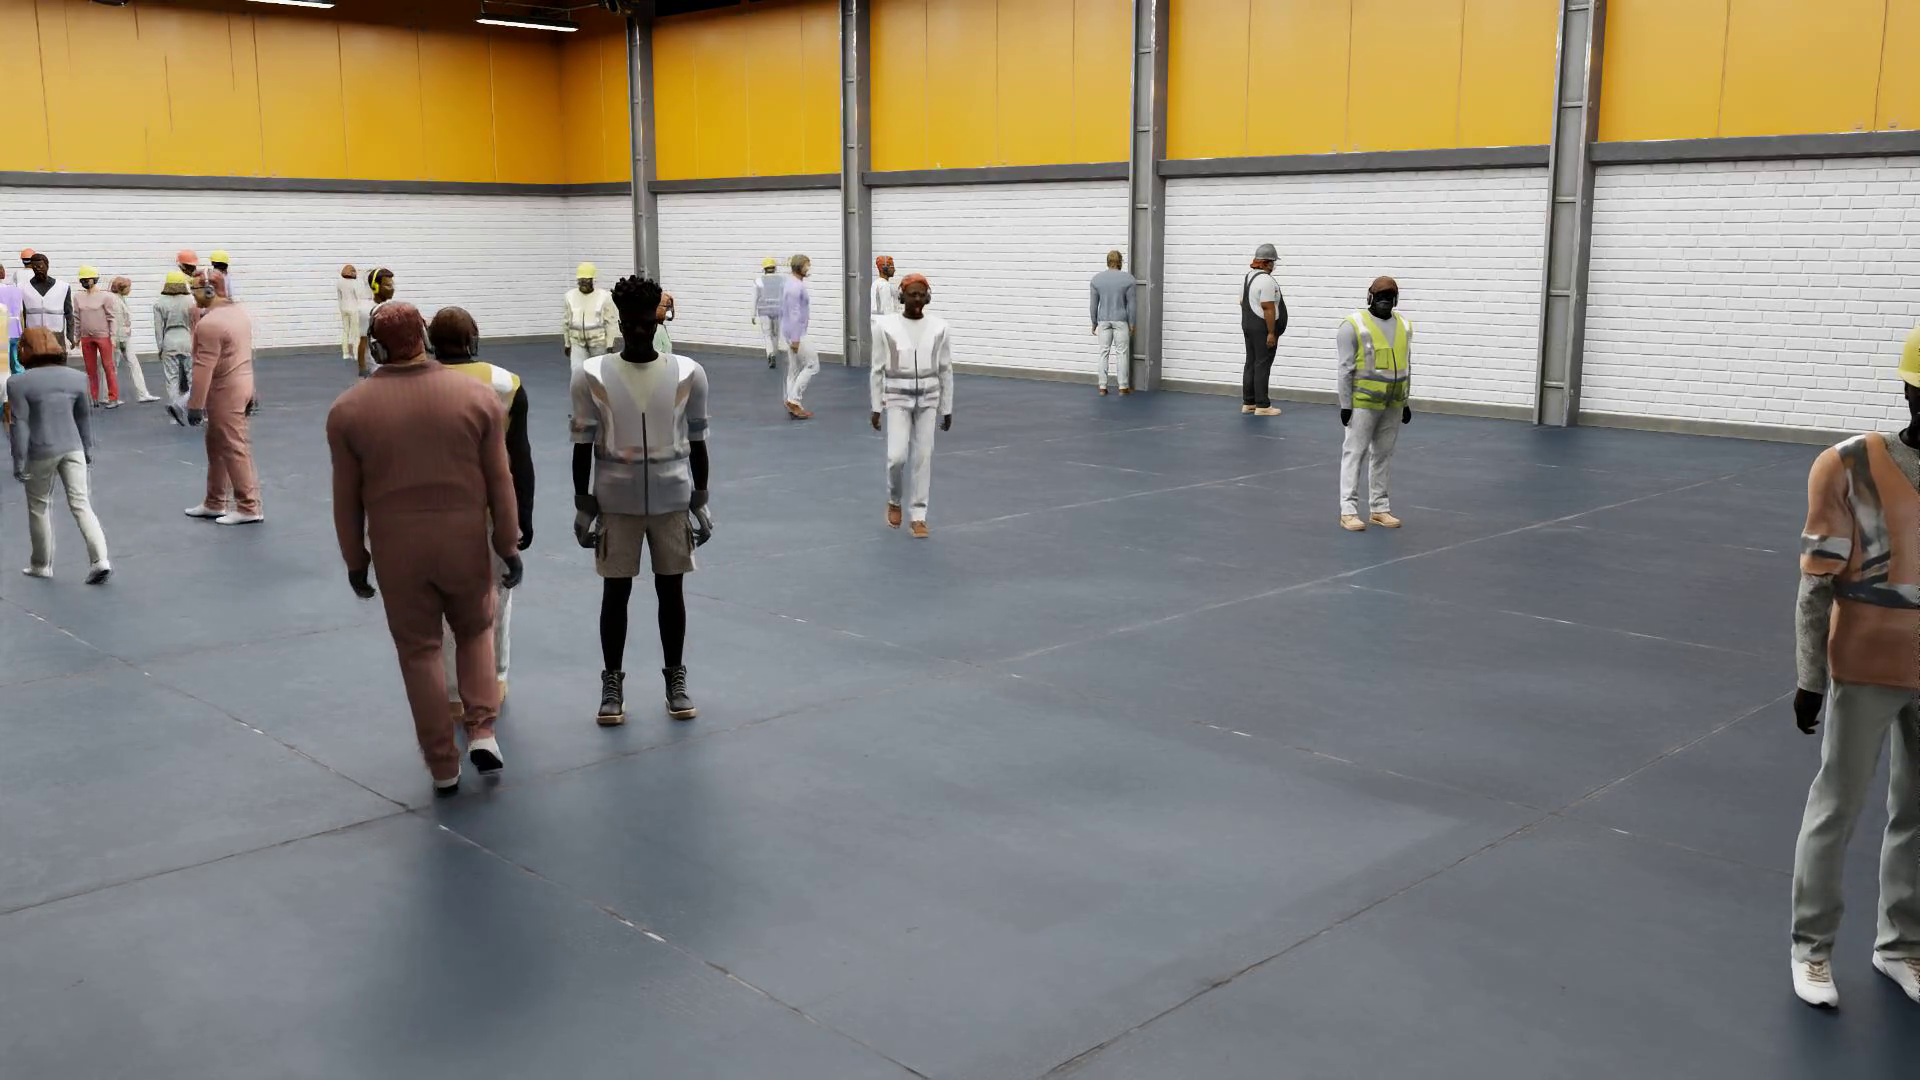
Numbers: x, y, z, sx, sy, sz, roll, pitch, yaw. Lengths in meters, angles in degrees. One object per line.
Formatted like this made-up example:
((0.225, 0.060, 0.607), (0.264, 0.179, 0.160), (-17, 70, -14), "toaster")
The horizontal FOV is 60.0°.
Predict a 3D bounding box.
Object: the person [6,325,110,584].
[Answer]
((-5.541, -0.522, 10.214), (0.809, 1.596, 0.532), (7, 13, 35), "person")

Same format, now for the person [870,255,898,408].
((-0.928, -2.582, 20.658), (0.355, 1.883, 0.574), (-3, 11, -18), "person")

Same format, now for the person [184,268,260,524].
((-5.549, -1.044, 12.231), (0.704, 1.887, 0.679), (-1, 10, -5), "person")

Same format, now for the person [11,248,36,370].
((-14.511, -3.594, 26.051), (0.545, 1.930, 0.379), (0, 10, 1), "person")

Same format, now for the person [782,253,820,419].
((-1.837, -2.339, 19.209), (0.442, 1.924, 0.655), (-1, 10, -7), "person")

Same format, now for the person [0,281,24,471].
((-8.789, -1.551, 15.056), (1.017, 1.886, 0.559), (4, 11, 23), "person")

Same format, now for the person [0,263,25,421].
((-10.991, -2.283, 19.120), (0.395, 1.847, 0.564), (4, 11, 20), "person")

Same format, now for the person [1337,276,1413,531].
((3.032, -0.990, 12.098), (0.624, 1.840, 0.430), (-4, 11, -22), "person")

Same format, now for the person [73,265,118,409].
((-10.660, -2.492, 20.486), (0.533, 1.767, 0.326), (1, 10, 5), "person")

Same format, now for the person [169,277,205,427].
((-8.242, -2.030, 18.014), (0.598, 1.751, 0.529), (-5, 11, -24), "person")

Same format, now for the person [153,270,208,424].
((-8.836, -2.180, 18.843), (0.492, 1.742, 0.320), (-3, 11, -16), "person")

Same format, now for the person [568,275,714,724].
((-1.388, -0.171, 7.282), (0.613, 1.962, 0.367), (-3, 11, -15), "person")

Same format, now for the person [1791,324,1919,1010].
((2.593, 0.350, 4.550), (0.591, 1.923, 0.381), (1, 10, 3), "person")

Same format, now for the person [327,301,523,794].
((-2.036, 0.035, 6.374), (0.676, 1.884, 0.445), (-3, 11, -18), "person")

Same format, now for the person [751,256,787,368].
((-3.049, -3.662, 26.782), (0.600, 1.804, 0.828), (-3, 11, -15), "person")

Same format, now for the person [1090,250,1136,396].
((2.042, -2.893, 22.204), (0.629, 1.937, 0.379), (4, 11, 19), "person")

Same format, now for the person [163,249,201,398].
((-9.917, -2.782, 21.552), (0.865, 1.941, 0.746), (3, 11, 17), "person")

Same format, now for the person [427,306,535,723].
((-2.222, -0.124, 7.419), (0.641, 1.814, 0.632), (-3, 11, -14), "person")

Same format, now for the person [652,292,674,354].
((-2.654, -1.373, 14.741), (0.285, 1.632, 0.499), (-1, 10, -6), "person")

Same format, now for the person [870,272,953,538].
((-0.332, -0.947, 11.761), (0.600, 1.873, 0.424), (-3, 11, -15), "person")

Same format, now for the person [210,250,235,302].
((-10.334, -3.090, 23.301), (0.585, 1.928, 0.379), (6, 12, 31), "person")

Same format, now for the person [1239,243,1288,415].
((3.643, -2.515, 19.857), (0.537, 2.000, 0.688), (-3, 11, -15), "person")

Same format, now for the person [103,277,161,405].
((-10.500, -2.504, 20.952), (0.748, 1.599, 0.554), (-3, 11, -15), "person")

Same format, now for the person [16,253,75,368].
((-10.887, -2.450, 19.837), (0.591, 1.917, 0.379), (-5, 11, -23), "person")

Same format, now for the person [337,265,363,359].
((-10.508, -3.928, 28.695), (0.503, 1.628, 0.270), (4, 11, 22), "person")

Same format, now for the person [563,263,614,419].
((-4.316, -2.277, 19.207), (0.626, 1.796, 0.847), (0, 10, 1), "person")

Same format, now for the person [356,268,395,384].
((-5.049, -1.497, 14.868), (0.914, 1.829, 0.558), (1, 10, 6), "person")
